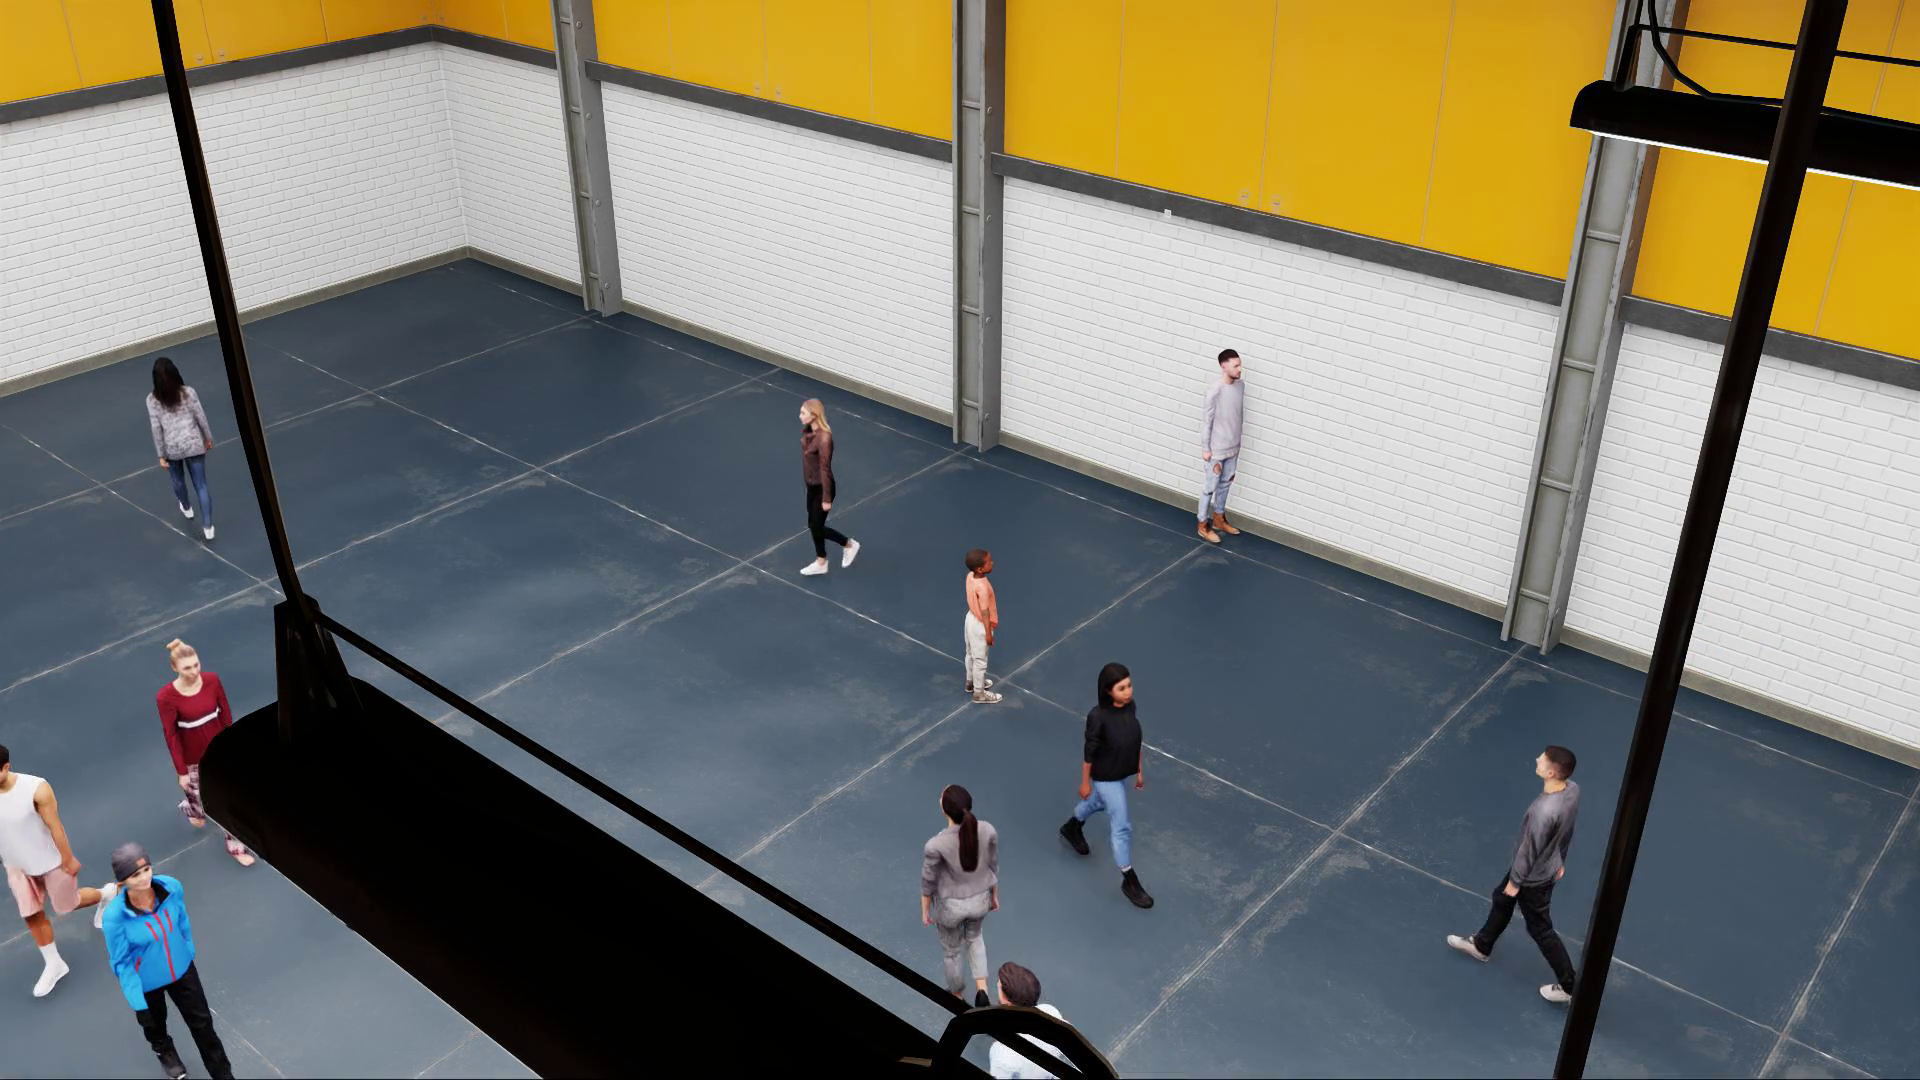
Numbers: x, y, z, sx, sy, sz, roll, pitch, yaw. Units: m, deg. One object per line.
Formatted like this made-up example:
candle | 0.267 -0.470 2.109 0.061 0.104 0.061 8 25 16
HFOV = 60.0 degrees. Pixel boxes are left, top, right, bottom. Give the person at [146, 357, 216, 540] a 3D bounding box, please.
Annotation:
person | -7.046 -0.797 15.105 0.883 1.704 1.089 -14 32 -24

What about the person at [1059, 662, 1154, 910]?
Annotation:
person | 0.929 1.518 10.911 0.672 1.656 1.158 -23 36 -36

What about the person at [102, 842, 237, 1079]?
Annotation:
person | -4.470 2.401 9.199 1.166 1.745 0.666 24 37 37

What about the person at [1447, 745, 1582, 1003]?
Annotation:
person | 3.512 2.018 9.921 1.117 1.725 0.637 21 35 33

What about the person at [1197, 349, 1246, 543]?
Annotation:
person | 2.371 -0.886 15.126 0.706 1.839 0.624 -23 36 -35

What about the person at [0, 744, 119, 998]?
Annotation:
person | -5.576 1.876 10.155 1.103 1.750 1.088 3 29 5

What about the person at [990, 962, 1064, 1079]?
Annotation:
person | 0.358 2.874 8.245 0.735 1.827 0.655 23 36 36

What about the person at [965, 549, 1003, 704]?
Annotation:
person | 0.145 0.648 12.865 0.621 1.311 0.539 -9 30 -16

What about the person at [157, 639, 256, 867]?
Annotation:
person | -5.074 1.408 11.084 0.854 1.682 0.613 22 35 34

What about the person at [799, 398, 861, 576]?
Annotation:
person | -1.145 -0.446 14.475 0.864 1.690 0.835 -11 30 -19

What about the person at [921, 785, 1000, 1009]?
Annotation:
person | 0.041 2.175 9.693 0.757 1.668 0.797 -11 31 -20
